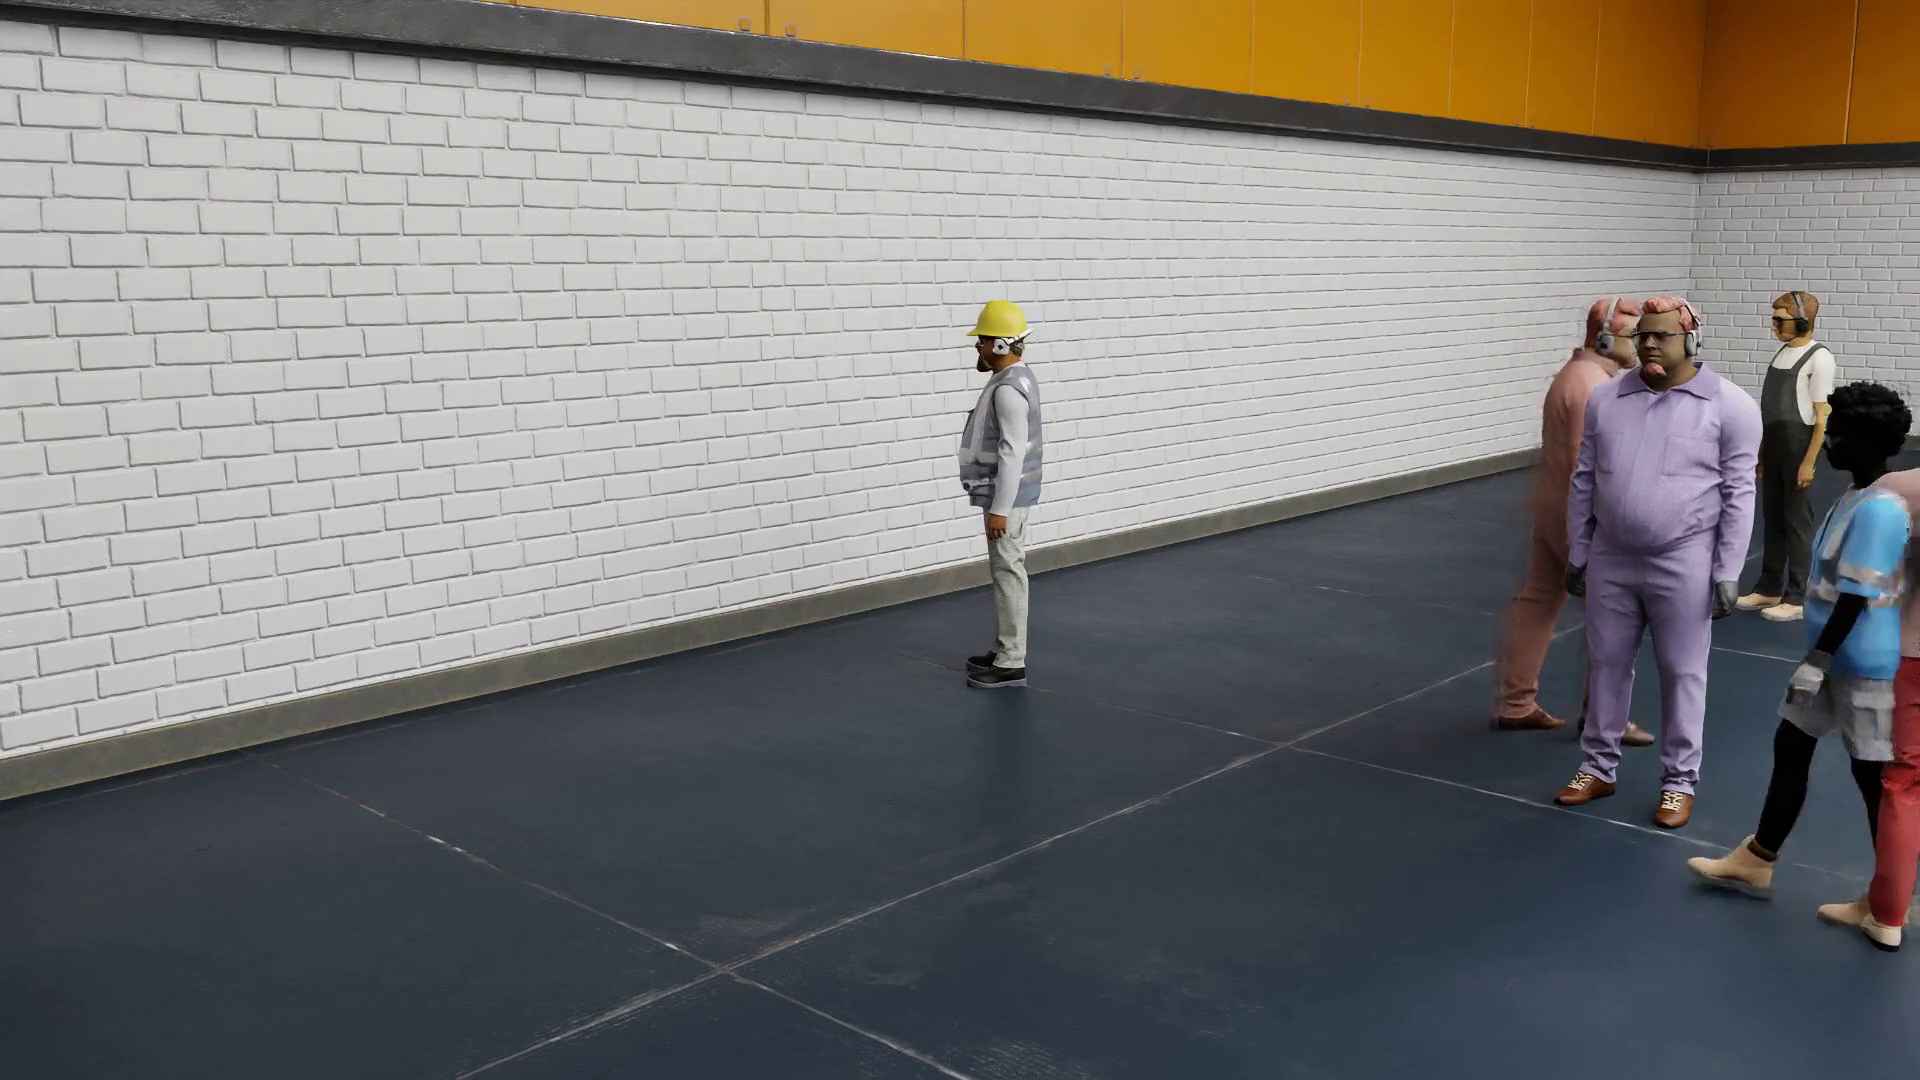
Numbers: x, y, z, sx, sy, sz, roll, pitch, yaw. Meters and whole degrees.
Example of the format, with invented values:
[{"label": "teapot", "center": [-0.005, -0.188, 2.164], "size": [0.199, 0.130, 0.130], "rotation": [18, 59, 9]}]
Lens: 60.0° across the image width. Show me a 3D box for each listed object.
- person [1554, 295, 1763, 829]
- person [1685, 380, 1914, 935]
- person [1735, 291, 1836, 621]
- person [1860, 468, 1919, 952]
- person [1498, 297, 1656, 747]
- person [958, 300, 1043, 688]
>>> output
[{"label": "person", "center": [2.502, 0.075, 6.034], "size": [0.651, 1.907, 0.409], "rotation": [9, 14, 42]}, {"label": "person", "center": [2.609, 0.358, 5.074], "size": [0.692, 1.674, 0.545], "rotation": [4, 11, 19]}, {"label": "person", "center": [4.637, -0.466, 9.313], "size": [0.343, 1.839, 0.506], "rotation": [-1, 10, -5]}, {"label": "person", "center": [2.908, 0.351, 4.871], "size": [0.528, 1.764, 0.329], "rotation": [5, 11, 25]}, {"label": "person", "center": [2.655, -0.070, 6.947], "size": [0.754, 1.867, 0.798], "rotation": [2, 10, 10]}, {"label": "person", "center": [0.192, -0.218, 7.915], "size": [0.404, 1.833, 0.590], "rotation": [0, 10, 2]}]
